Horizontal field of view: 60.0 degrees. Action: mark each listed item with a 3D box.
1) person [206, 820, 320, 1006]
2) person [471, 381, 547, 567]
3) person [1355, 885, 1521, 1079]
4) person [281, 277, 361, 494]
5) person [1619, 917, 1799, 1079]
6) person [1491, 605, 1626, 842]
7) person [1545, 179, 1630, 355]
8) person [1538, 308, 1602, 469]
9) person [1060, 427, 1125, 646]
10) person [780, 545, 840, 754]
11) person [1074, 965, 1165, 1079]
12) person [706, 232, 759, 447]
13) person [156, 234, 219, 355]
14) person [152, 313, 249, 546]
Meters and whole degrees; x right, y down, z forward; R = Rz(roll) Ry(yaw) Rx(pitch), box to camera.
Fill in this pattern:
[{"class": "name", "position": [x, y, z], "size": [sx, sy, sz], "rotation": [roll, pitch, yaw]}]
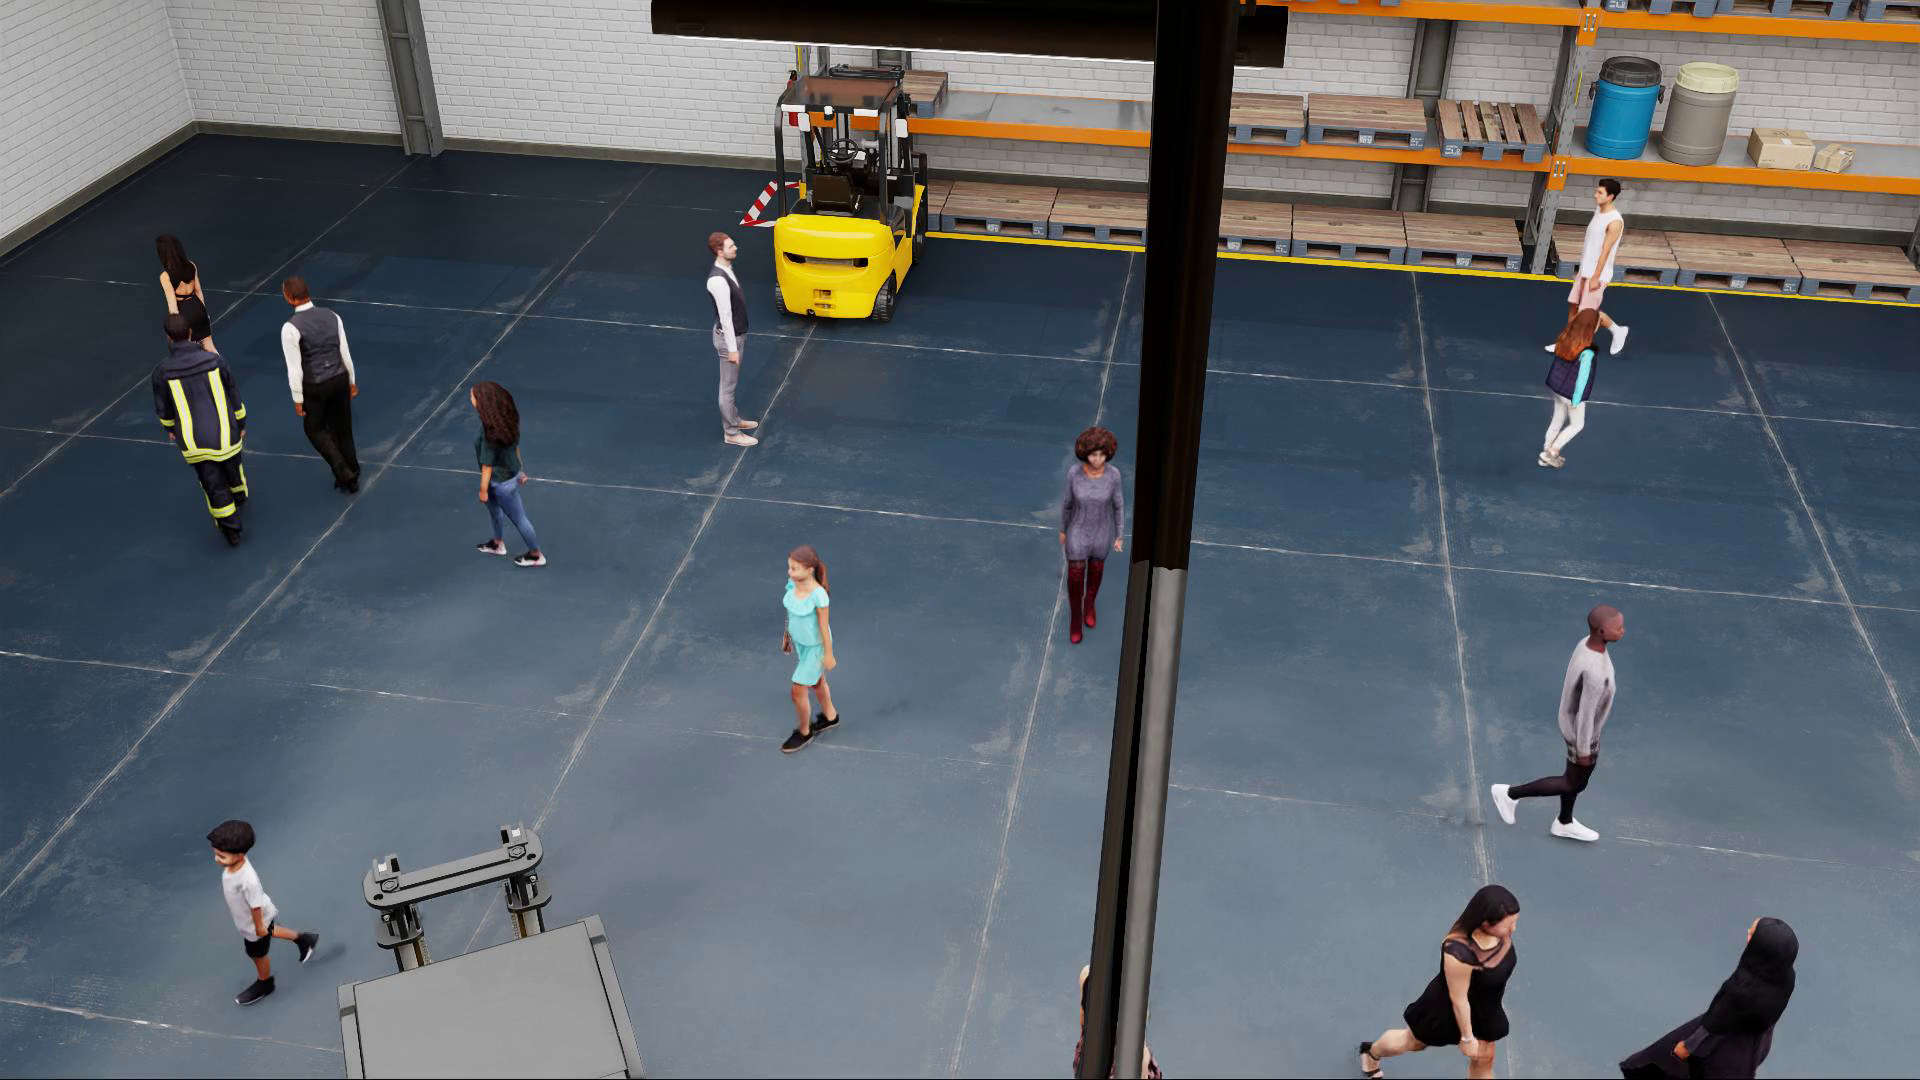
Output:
[{"class": "person", "position": [-3.915, 2.031, 9.307], "size": [0.814, 1.250, 0.757], "rotation": [-22, 39, -29]}, {"class": "person", "position": [-3.422, -0.471, 12.759], "size": [0.833, 1.596, 0.644], "rotation": [1, 34, 1]}, {"class": "person", "position": [2.435, 2.343, 8.463], "size": [1.205, 1.667, 1.027], "rotation": [27, 42, 35]}, {"class": "person", "position": [-5.153, -1.215, 13.605], "size": [0.924, 1.899, 0.887], "rotation": [27, 42, 35]}, {"class": "person", "position": [3.895, 2.534, 8.231], "size": [1.027, 1.604, 1.164], "rotation": [-27, 42, -34]}, {"class": "person", "position": [3.710, 1.136, 10.190], "size": [0.964, 1.763, 0.707], "rotation": [10, 35, 15]}, {"class": "person", "position": [6.085, -2.538, 15.711], "size": [1.029, 1.770, 0.774], "rotation": [0, 34, 0]}, {"class": "person", "position": [5.086, -1.272, 14.058], "size": [0.698, 1.491, 0.664], "rotation": [-8, 34, -12]}, {"class": "person", "position": [0.939, -0.095, 12.106], "size": [0.687, 1.693, 0.733], "rotation": [0, 34, 0]}, {"class": "person", "position": [-0.927, 0.675, 11.082], "size": [0.839, 1.543, 0.779], "rotation": [-21, 39, -28]}, {"class": "person", "position": [0.676, 2.592, 8.001], "size": [0.784, 1.761, 0.846], "rotation": [28, 43, 35]}, {"class": "person", "position": [-2.007, -1.764, 14.395], "size": [0.647, 1.938, 0.706], "rotation": [-2, 34, -3]}, {"class": "person", "position": [-6.924, -1.978, 14.980], "size": [0.553, 1.648, 0.612], "rotation": [14, 36, 19]}, {"class": "person", "position": [-5.900, -0.835, 13.047], "size": [1.204, 1.883, 1.222], "rotation": [-16, 37, -23]}]
